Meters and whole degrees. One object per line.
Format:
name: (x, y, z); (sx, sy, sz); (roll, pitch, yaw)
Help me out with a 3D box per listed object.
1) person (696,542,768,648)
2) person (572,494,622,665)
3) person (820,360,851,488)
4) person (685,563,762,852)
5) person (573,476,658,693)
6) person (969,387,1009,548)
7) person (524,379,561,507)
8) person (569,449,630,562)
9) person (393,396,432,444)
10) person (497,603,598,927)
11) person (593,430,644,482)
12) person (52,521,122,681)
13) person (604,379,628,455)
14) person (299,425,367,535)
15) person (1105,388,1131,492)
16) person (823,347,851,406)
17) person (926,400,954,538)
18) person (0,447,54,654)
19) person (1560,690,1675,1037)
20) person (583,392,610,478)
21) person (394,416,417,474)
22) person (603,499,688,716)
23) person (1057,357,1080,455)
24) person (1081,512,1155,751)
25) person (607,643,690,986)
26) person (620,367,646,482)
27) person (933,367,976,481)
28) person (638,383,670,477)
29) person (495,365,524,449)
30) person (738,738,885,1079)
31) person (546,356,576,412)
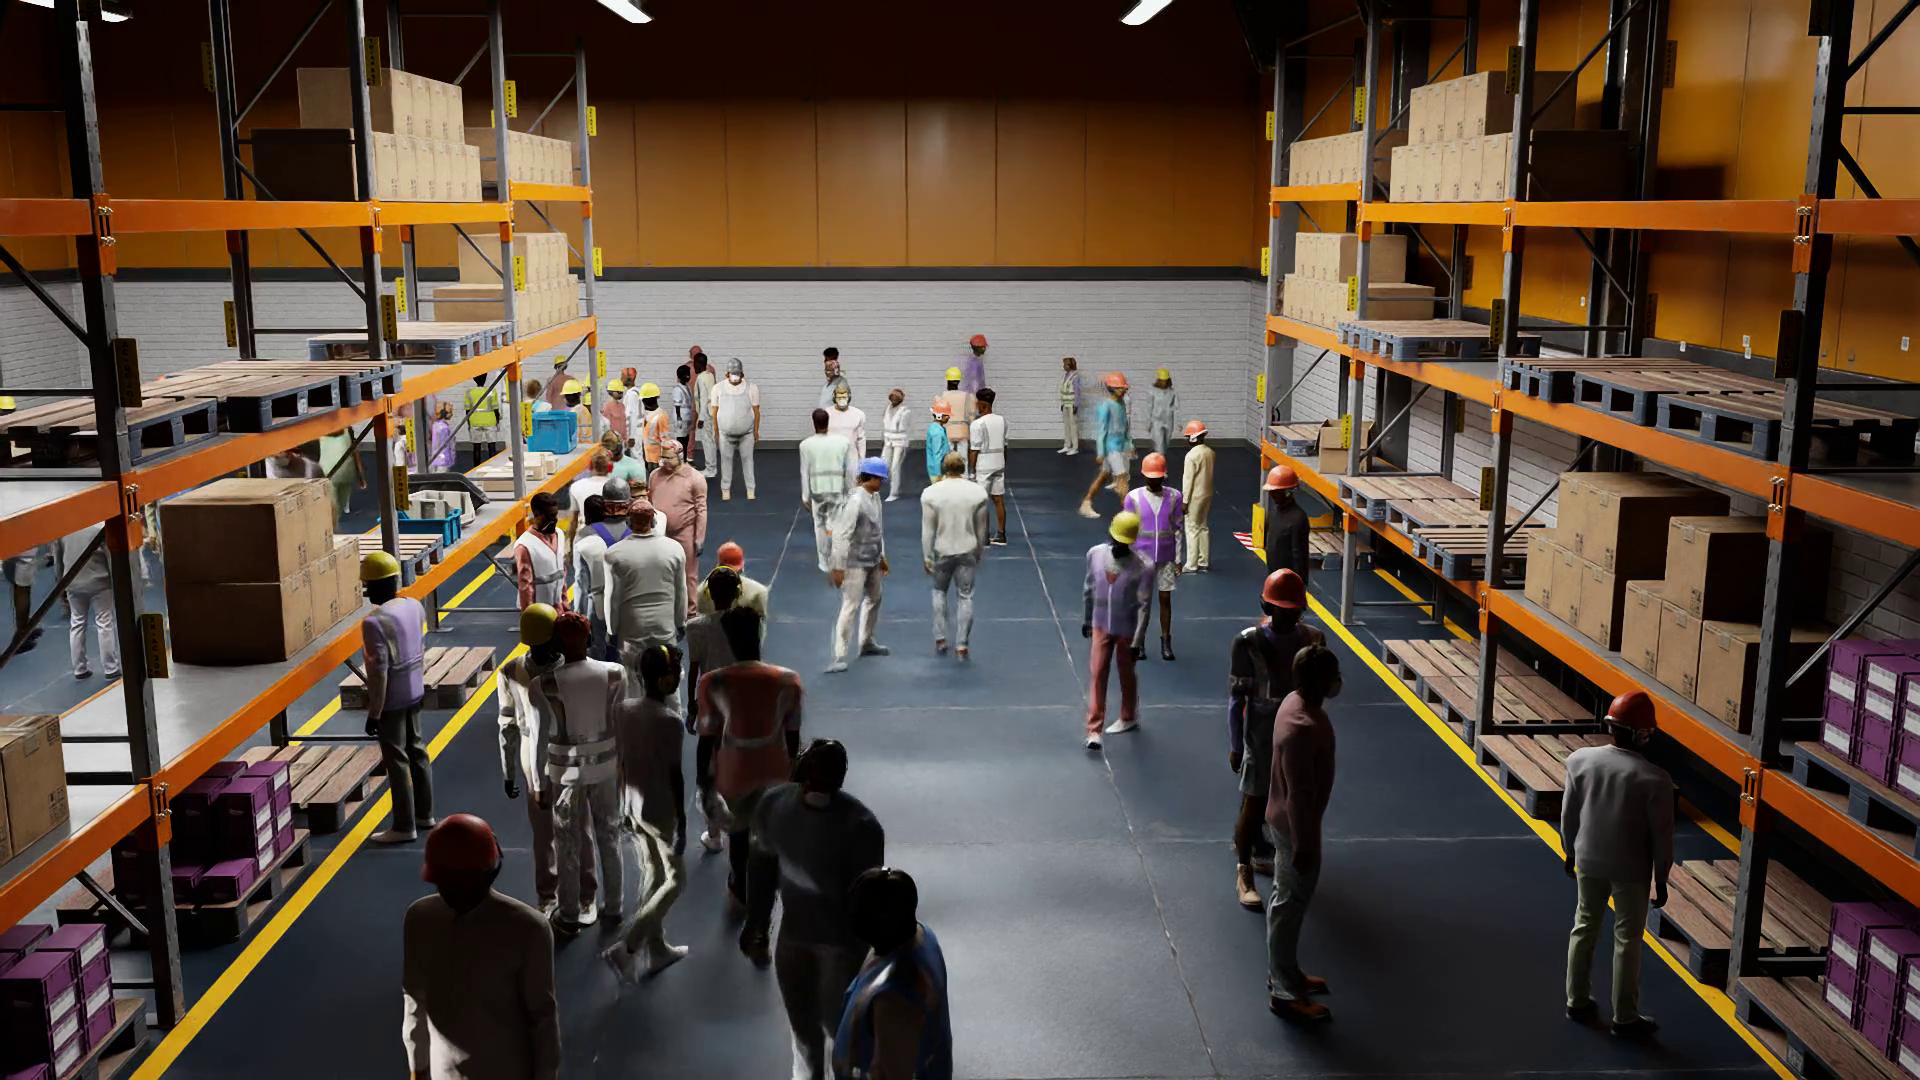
person: (-1.692, 0.837, 12.312); (0.548, 1.682, 0.931); (0, 11, 1)
person: (-2.783, 0.592, 13.016); (0.409, 1.907, 0.598); (7, 13, 30)
person: (-1.865, -1.710, 24.573); (0.400, 1.900, 0.642); (-7, 13, -30)
person: (-1.506, 1.073, 10.680); (0.535, 1.869, 0.314); (-3, 12, -16)
person: (-2.689, 0.499, 13.130); (0.688, 2.000, 0.536); (-3, 12, -13)
person: (0.340, -0.880, 20.271); (0.611, 1.958, 0.368); (-10, 15, -42)
person: (-5.698, -1.276, 22.568); (0.517, 1.815, 0.791); (1, 11, 6)
person: (-3.449, 0.020, 16.107); (0.585, 1.805, 0.865); (0, 11, 1)
person: (-7.811, -1.523, 23.470); (0.777, 1.954, 0.620); (4, 12, 20)
person: (-2.338, 1.281, 9.539); (0.592, 1.913, 0.398); (-1, 11, -4)
person: (-3.424, -0.156, 16.712); (0.627, 1.928, 0.382); (7, 13, 32)
person: (-7.599, 0.367, 14.536); (0.567, 1.744, 0.350); (0, 11, -2)
person: (-4.797, -1.369, 23.214); (0.335, 1.759, 0.516); (4, 12, 21)
person: (-7.414, -0.782, 19.552); (0.957, 2.000, 0.680); (7, 13, 31)
person: (2.305, -1.581, 24.346); (0.324, 1.731, 0.491); (-7, 13, -30)
person: (-1.957, -2.140, 26.720); (0.561, 1.918, 0.785); (-2, 12, -12)
person: (-0.248, -0.891, 20.861); (0.350, 1.739, 0.575); (0, 11, -2)
person: (-8.794, 0.067, 15.635); (0.565, 1.901, 0.831); (0, 11, -1)
person: (3.298, 1.600, 8.331); (0.337, 1.749, 0.574); (-10, 15, -40)
person: (-4.790, -1.057, 21.679); (0.485, 1.744, 0.308); (-2, 11, -11)
person: (-6.641, -0.681, 20.062); (0.307, 1.638, 0.513); (2, 11, 8)
person: (-2.418, 0.634, 12.789); (0.646, 1.907, 0.401); (-5, 12, -23)
person: (1.843, -2.247, 27.911); (0.307, 1.639, 0.525); (-5, 12, -23)
person: (1.166, 0.677, 12.712); (0.658, 1.851, 0.976); (6, 13, 26)
person: (-1.672, 1.464, 8.809); (0.539, 1.846, 0.584); (8, 14, 36)
person: (-4.649, -1.525, 23.700); (0.345, 1.878, 0.579); (-2, 11, -9)
person: (-0.078, -1.437, 23.116); (0.587, 1.931, 0.354); (-1, 11, -6)
person: (-3.883, -1.044, 21.173); (0.382, 1.919, 0.584); (-7, 13, -30)
person: (-7.224, -2.123, 26.706); (0.354, 1.877, 0.574); (6, 13, 29)
person: (-0.629, 1.738, 7.264); (0.755, 1.913, 0.390); (8, 14, 36)
person: (-6.423, -2.093, 26.857); (0.540, 1.759, 0.349); (-9, 14, -37)
